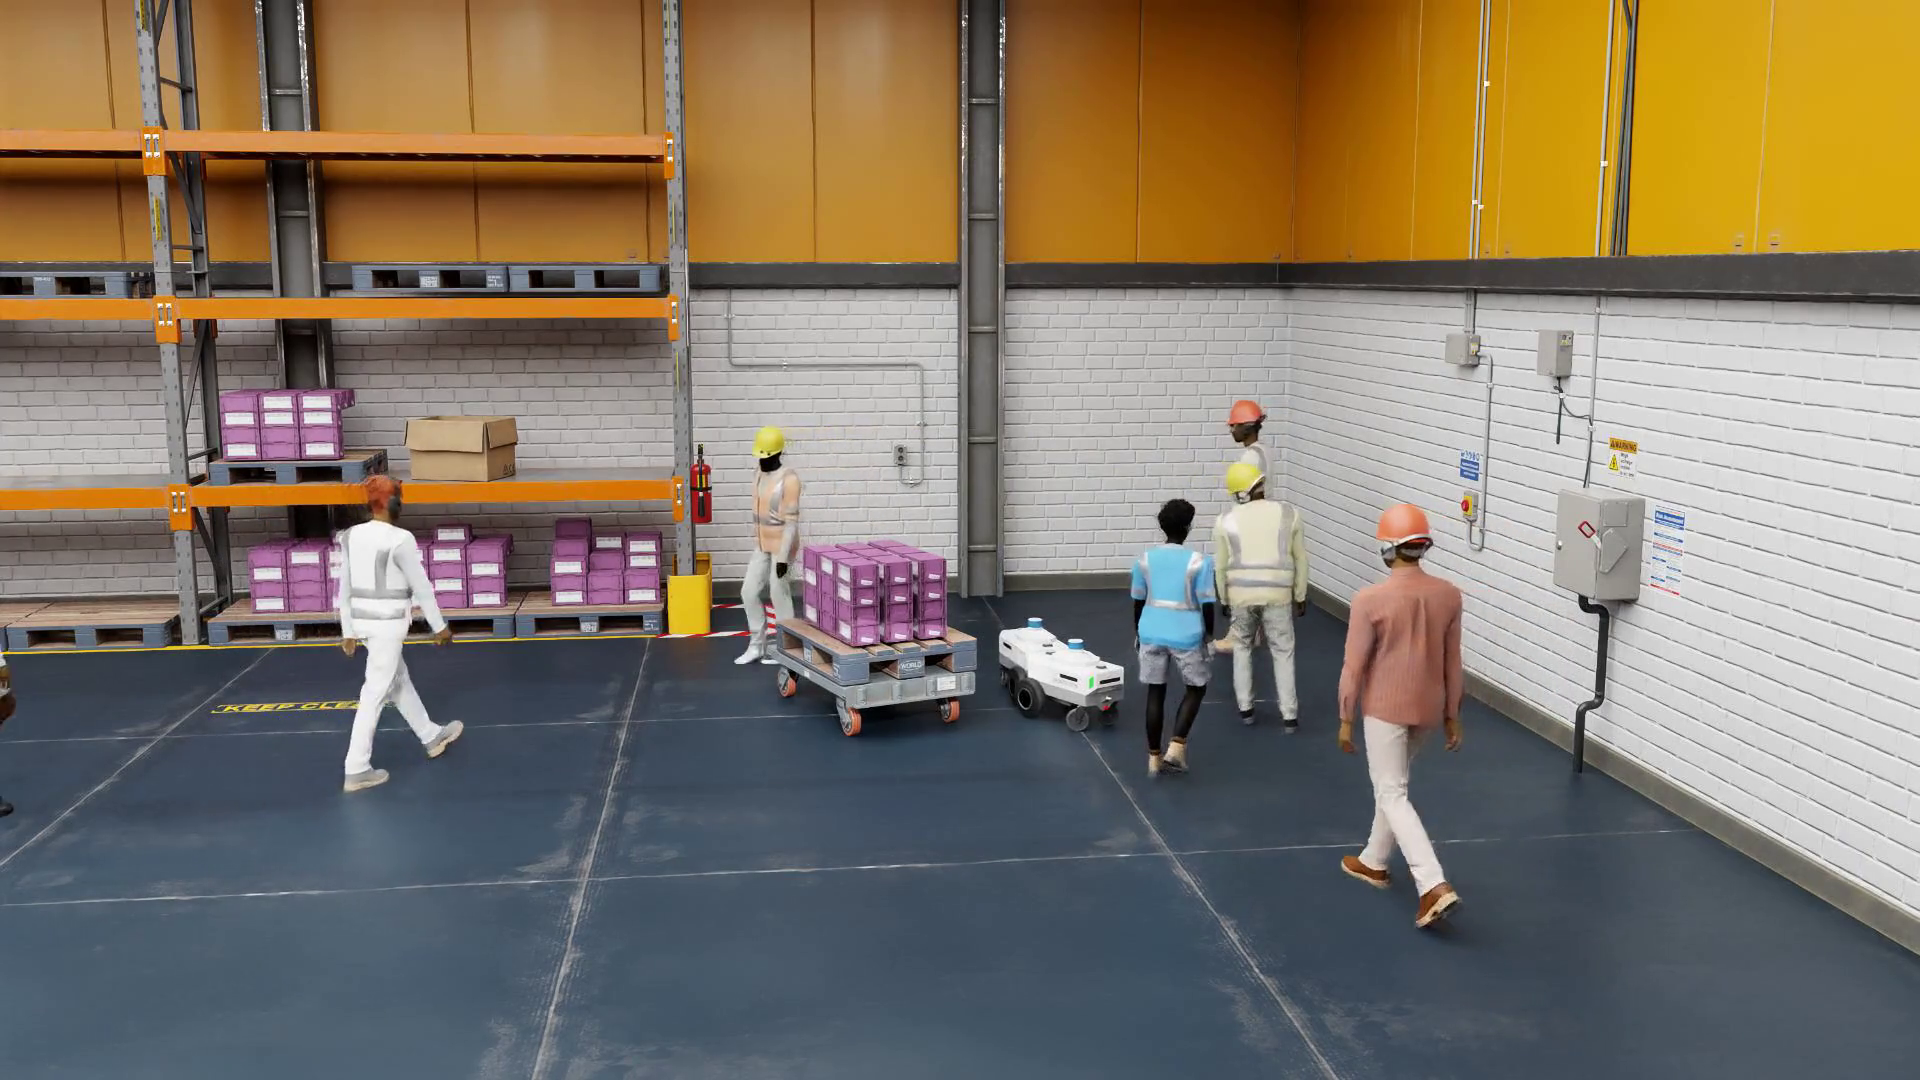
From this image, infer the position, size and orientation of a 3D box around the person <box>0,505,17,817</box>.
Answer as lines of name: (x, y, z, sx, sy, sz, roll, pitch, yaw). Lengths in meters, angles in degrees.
person: (-5.442, 0.612, 9.170, 0.434, 1.921, 0.547, -7, 11, -37)

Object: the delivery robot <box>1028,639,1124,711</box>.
delivery robot: (0.782, 0.914, 11.248, 0.477, 0.478, 0.707, -7, 11, -37)

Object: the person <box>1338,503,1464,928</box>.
person: (2.122, 0.807, 7.871, 0.625, 1.960, 0.976, -4, 10, -22)

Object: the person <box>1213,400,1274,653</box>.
person: (2.268, -0.104, 13.359, 0.488, 2.025, 0.635, 3, 10, 20)

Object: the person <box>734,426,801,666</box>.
person: (-1.494, 0.061, 12.732, 0.637, 1.877, 0.662, -7, 11, -37)

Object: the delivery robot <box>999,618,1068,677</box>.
delivery robot: (0.536, 0.804, 11.936, 0.477, 0.478, 0.707, -3, 10, -17)

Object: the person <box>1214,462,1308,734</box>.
person: (2.000, 0.376, 11.072, 0.624, 1.784, 0.510, 1, 9, 9)

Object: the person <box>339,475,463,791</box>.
person: (-3.379, 0.521, 10.010, 0.573, 1.826, 0.994, 6, 11, 34)

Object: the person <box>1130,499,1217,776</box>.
person: (1.277, 0.594, 9.993, 0.562, 1.680, 0.350, 5, 10, 29)
